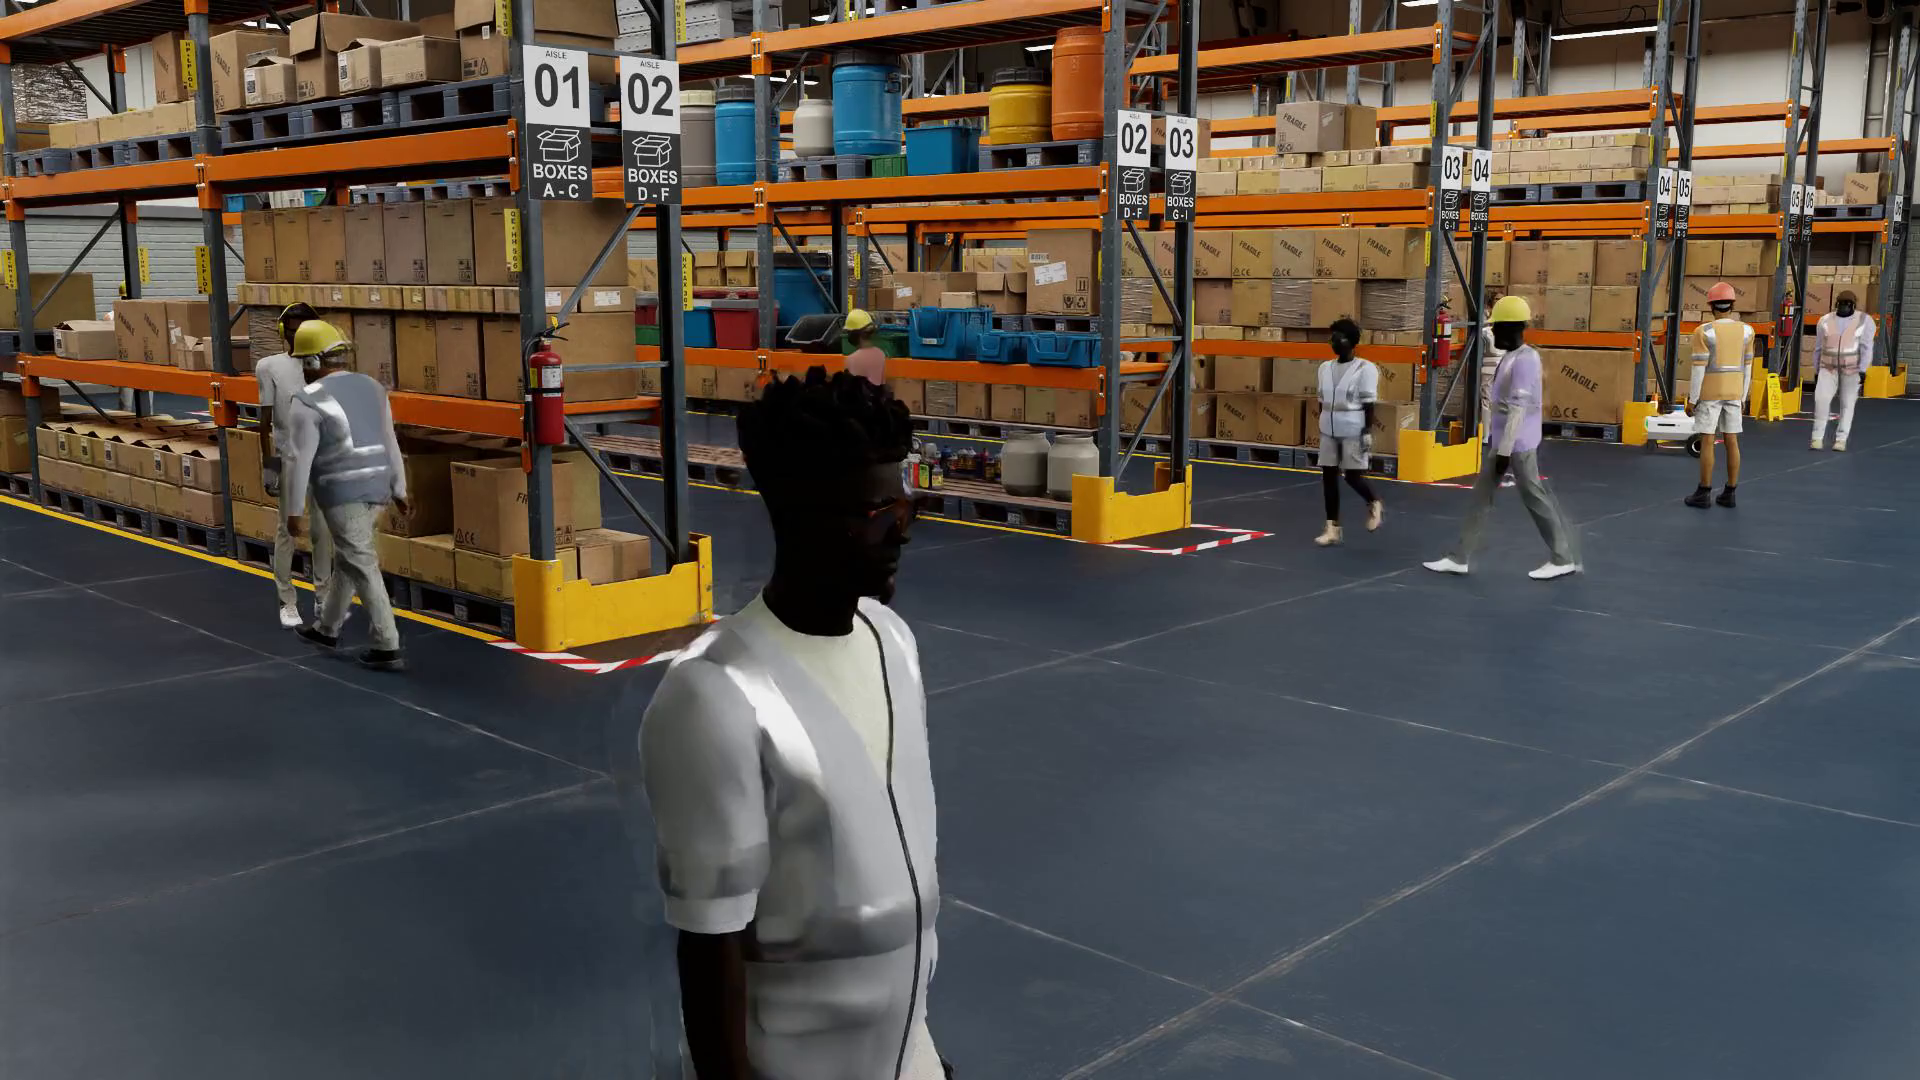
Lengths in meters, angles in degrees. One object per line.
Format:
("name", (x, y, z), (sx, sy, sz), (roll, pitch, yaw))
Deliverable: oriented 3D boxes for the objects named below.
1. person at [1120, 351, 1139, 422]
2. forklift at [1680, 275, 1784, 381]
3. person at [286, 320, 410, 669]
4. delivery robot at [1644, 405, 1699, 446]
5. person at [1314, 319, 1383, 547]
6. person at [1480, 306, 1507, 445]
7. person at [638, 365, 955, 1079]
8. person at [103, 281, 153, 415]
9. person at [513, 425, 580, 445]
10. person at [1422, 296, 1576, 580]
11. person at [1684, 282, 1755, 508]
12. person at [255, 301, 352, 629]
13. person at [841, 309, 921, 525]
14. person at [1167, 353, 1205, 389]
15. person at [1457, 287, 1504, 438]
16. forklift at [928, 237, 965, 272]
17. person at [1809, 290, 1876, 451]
("person", (2.179, -2.506, 22.279), (0.492, 1.866, 0.592), (8, 12, 42))
("forklift", (12.480, -3.427, 27.053), (1.214, 2.155, 2.313), (9, 13, 43))
("person", (-3.252, -0.237, 8.606), (0.887, 1.782, 0.614), (4, 10, 21))
("delivery robot", (7.989, -1.257, 18.476), (0.707, 0.478, 0.477), (4, 10, 26))
("person", (2.904, -0.805, 12.389), (0.524, 1.685, 0.534), (-8, 12, -41))
("person", (6.256, -1.920, 19.390), (0.517, 1.636, 0.314), (2, 9, 10))
("person", (-0.265, 0.700, 2.460), (0.999, 1.927, 0.614), (5, 11, 30))
("person", (-9.089, -1.892, 18.330), (0.366, 1.926, 0.594), (8, 12, 41))
("person", (-2.882, -0.648, 11.648), (0.394, 1.620, 0.500), (8, 12, 41))
("person", (3.647, -0.667, 10.984), (0.984, 1.877, 0.604), (1, 9, 6))
("person", (6.551, -1.252, 14.396), (0.542, 1.931, 0.375), (-1, 9, -5))
("person", (-3.777, -0.437, 9.606), (0.327, 1.865, 0.519), (8, 13, 42))
("person", (-0.704, -0.966, 13.215), (0.742, 1.739, 0.525), (6, 11, 35))
("person", (3.133, -2.506, 22.547), (0.936, 1.776, 0.601), (6, 11, 35))
("person", (6.394, -2.148, 20.199), (0.405, 1.830, 0.528), (8, 12, 39))
("forklift", (-0.326, -5.817, 39.609), (1.129, 2.768, 1.873), (9, 13, 43))
("person", (9.877, -1.888, 18.688), (0.617, 1.807, 0.753), (7, 12, 37))
